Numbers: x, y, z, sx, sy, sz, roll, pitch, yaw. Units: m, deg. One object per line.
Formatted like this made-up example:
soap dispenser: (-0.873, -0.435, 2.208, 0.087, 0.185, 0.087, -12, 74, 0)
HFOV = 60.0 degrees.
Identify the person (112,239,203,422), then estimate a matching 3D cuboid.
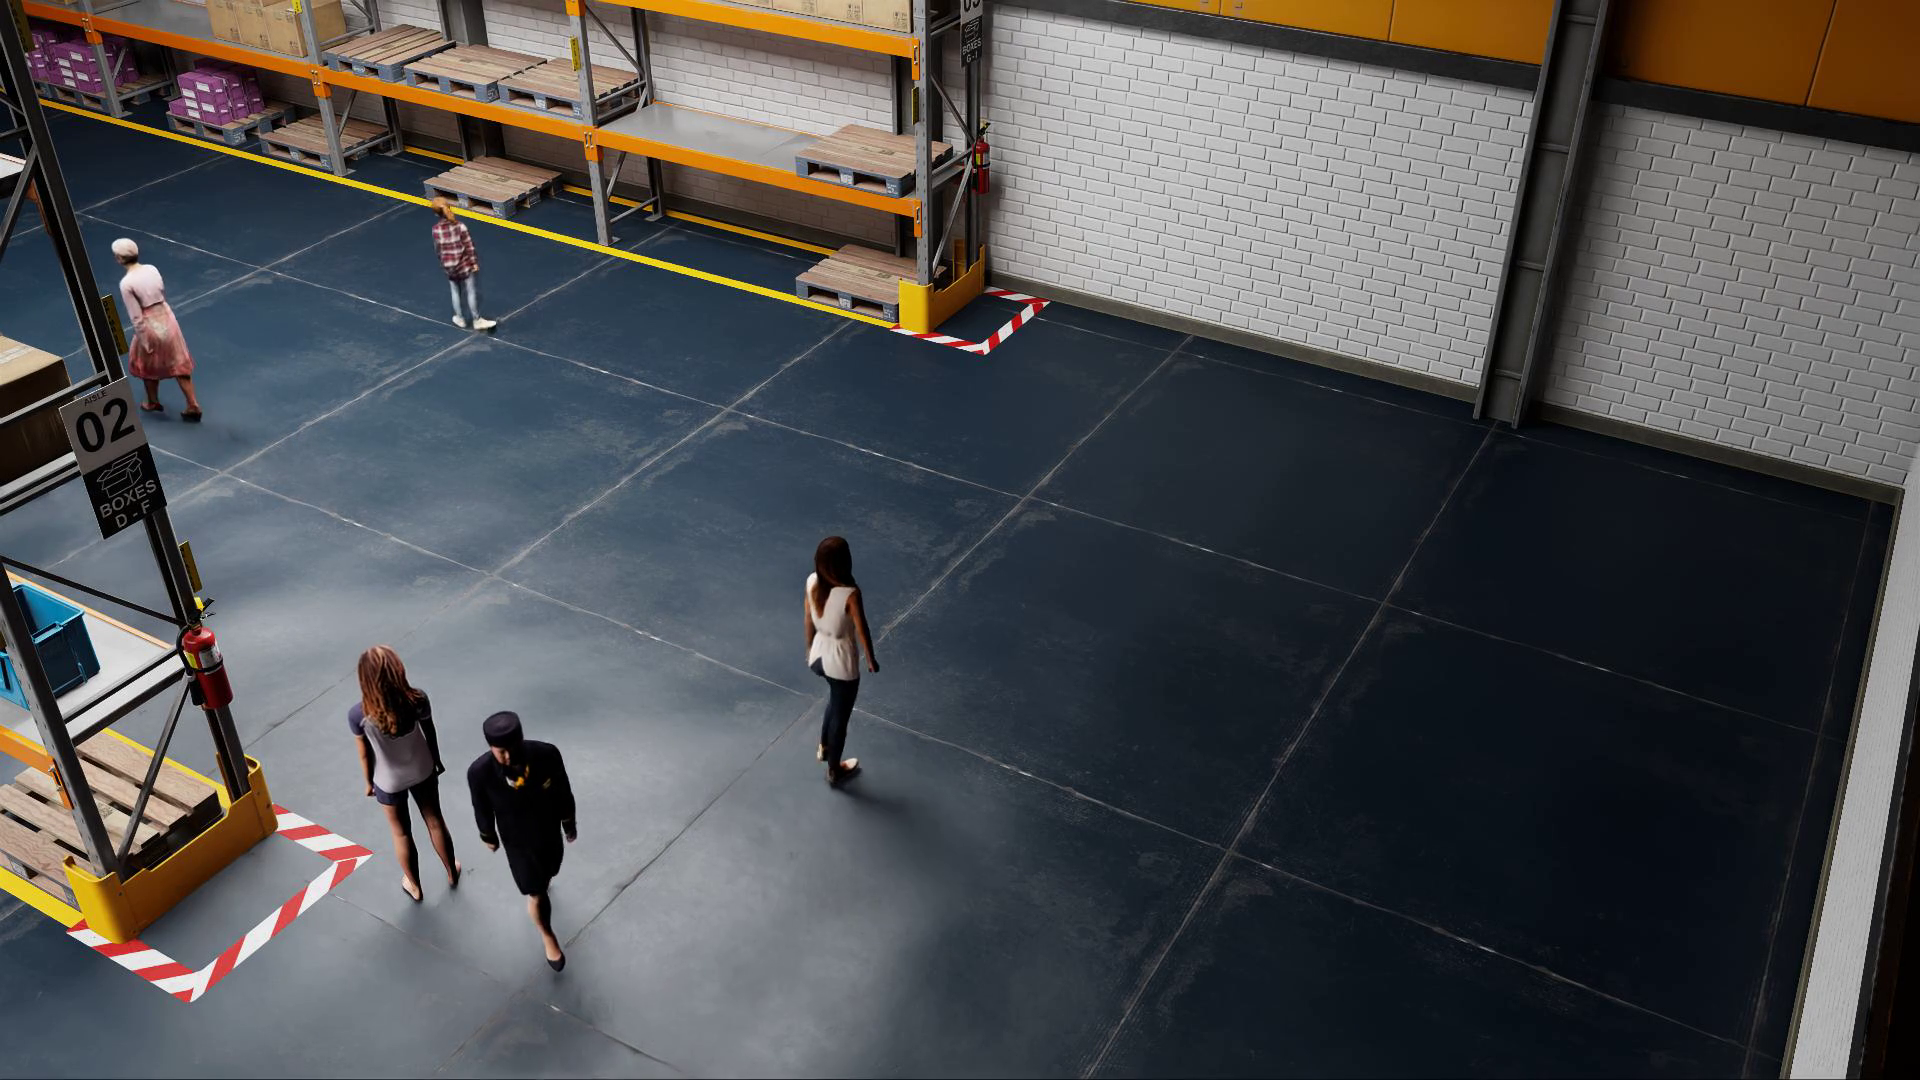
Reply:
person: (-6.785, -1.755, 14.190, 0.867, 1.670, 0.605, 16, 37, 23)

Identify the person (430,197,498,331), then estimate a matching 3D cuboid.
person: (-4.759, -2.617, 15.827, 0.568, 1.292, 0.783, 12, 35, 17)

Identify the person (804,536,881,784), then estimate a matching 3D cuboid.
person: (-0.824, 0.799, 10.251, 0.584, 1.775, 0.717, 27, 42, 35)

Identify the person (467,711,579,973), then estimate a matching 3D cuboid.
person: (-2.383, 1.563, 9.222, 1.032, 1.641, 1.166, -15, 36, -21)

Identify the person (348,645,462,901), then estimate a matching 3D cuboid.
person: (-3.171, 1.336, 9.484, 0.688, 1.730, 0.701, -18, 38, -25)
